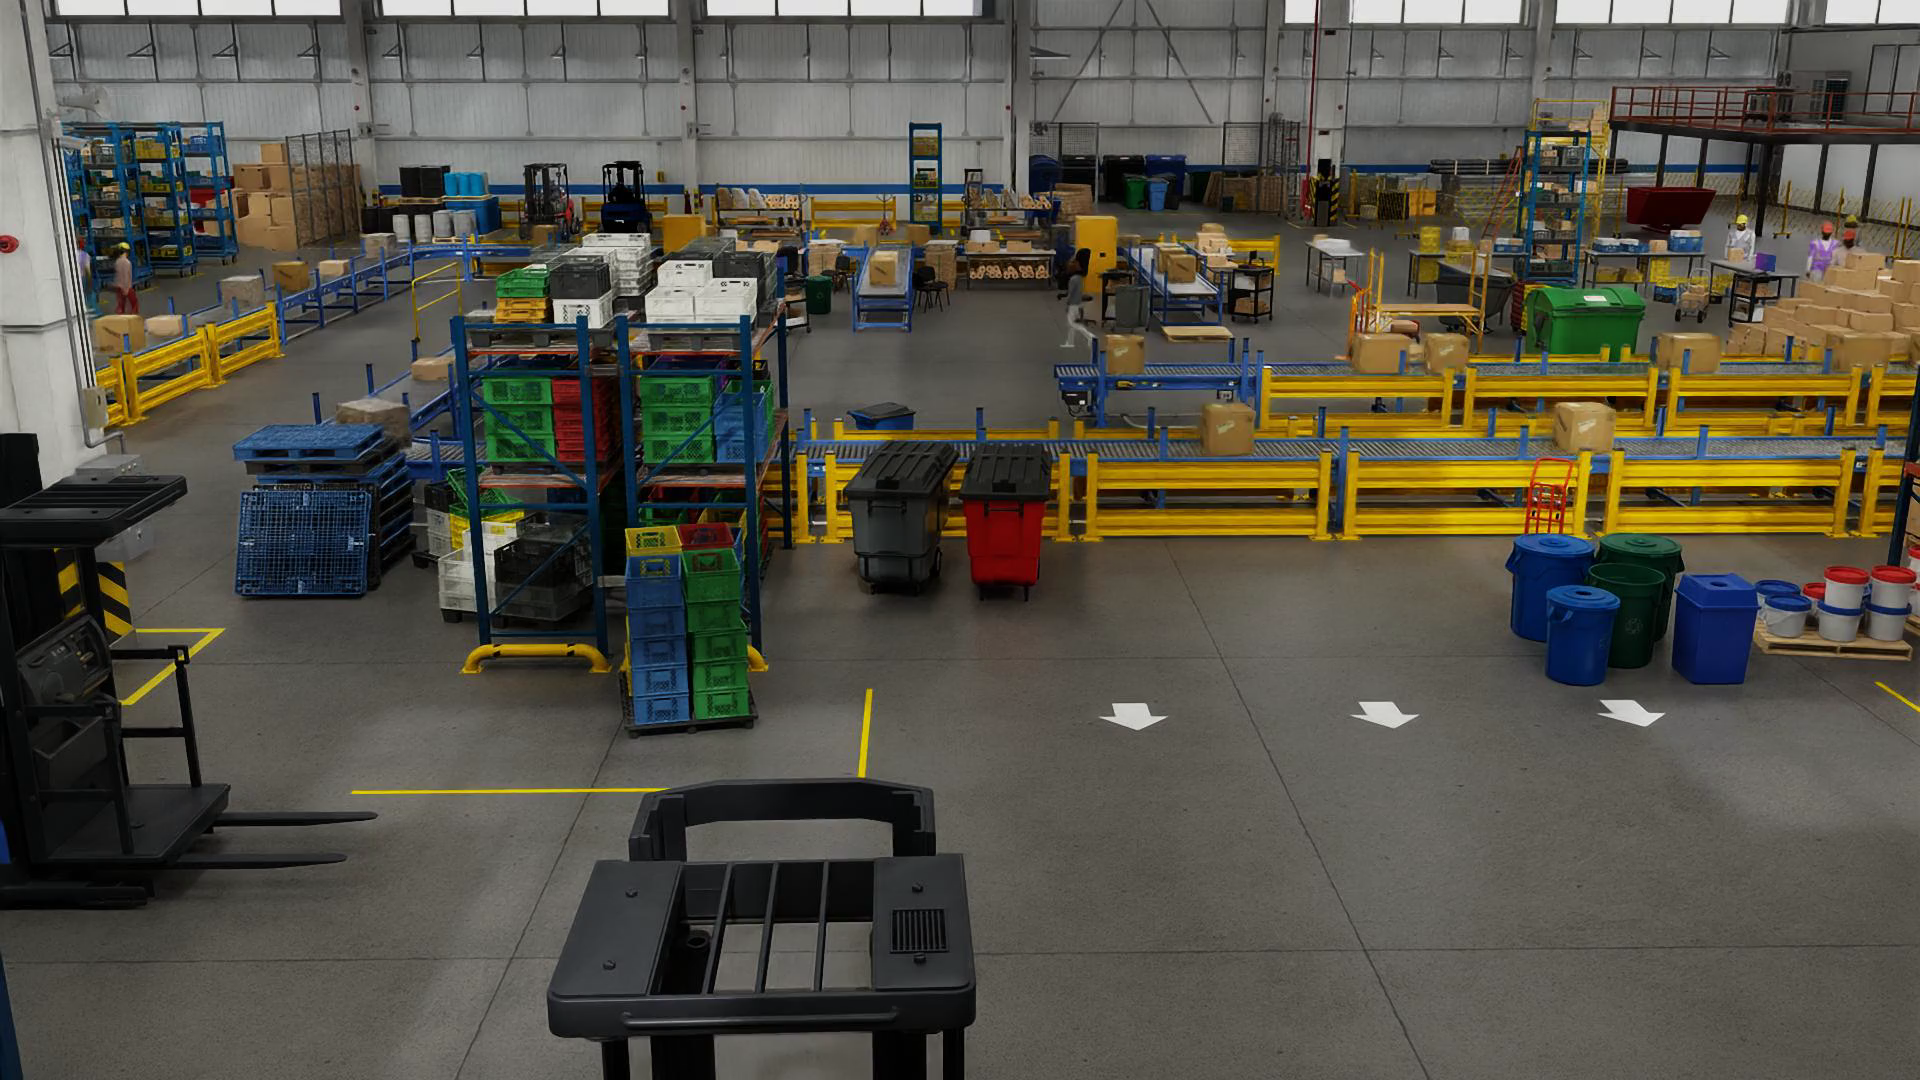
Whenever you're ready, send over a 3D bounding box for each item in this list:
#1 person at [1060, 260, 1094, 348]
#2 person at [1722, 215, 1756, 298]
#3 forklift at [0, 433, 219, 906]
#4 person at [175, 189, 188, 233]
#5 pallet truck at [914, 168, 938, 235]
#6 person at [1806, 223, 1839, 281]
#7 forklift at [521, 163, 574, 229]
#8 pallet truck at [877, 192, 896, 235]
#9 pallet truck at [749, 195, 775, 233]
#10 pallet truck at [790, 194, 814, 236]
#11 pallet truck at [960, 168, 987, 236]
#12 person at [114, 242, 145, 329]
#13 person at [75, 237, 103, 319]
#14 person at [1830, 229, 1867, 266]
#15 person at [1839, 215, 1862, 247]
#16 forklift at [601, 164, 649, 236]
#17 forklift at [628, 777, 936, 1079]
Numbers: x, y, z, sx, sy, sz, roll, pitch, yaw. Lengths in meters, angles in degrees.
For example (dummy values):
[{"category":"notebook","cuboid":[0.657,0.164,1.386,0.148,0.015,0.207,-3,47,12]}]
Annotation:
[{"category":"person","cuboid":[2.129,-4.262,30.144,0.608,1.613,0.510,6,17,19]},{"category":"person","cuboid":[17.116,-6.227,36.588,0.600,1.829,0.404,14,21,40]},{"category":"forklift","cuboid":[-5.952,0.780,10.366,1.873,2.768,1.129,0,16,-1]},{"category":"person","cuboid":[-21.807,-9.147,46.578,0.999,1.935,0.608,11,19,34]},{"category":"pallet truck","cuboid":[-0.989,-10.316,50.507,0.823,1.965,1.885,1,16,3]},{"category":"person","cuboid":[17.679,-5.521,34.031,0.568,1.891,0.957,2,16,7]},{"category":"forklift","cuboid":[-12.233,-10.122,49.298,1.157,1.987,2.680,0,16,-1]},{"category":"pallet truck","cuboid":[-2.277,-9.986,50.594,0.653,1.274,1.630,0,16,-1]},{"category":"pallet truck","cuboid":[-6.051,-9.967,50.660,0.680,1.201,1.601,0,16,-1]},{"category":"pallet truck","cuboid":[-4.814,-9.883,50.259,0.704,1.261,1.522,-1,16,-3]},{"category":"pallet truck","cuboid":[0.383,-10.230,50.206,0.823,1.965,1.885,-1,16,-3]},{"category":"person","cuboid":[-16.056,-4.838,31.948,0.544,1.709,0.643,10,19,32]},{"category":"person","cuboid":[-17.095,-5.007,32.422,0.568,1.792,0.954,2,16,6]},{"category":"person","cuboid":[17.158,-5.041,32.200,0.645,1.977,0.587,10,19,32]},{"category":"person","cuboid":[20.124,-6.497,37.707,0.513,1.728,0.391,0,16,-1]},{"category":"forklift","cuboid":[-9.948,-10.127,49.296,1.157,1.987,2.680,-1,16,-3]},{"category":"forklift","cuboid":[-0.542,2.165,5.552,1.129,2.768,1.873,-1,16,-2]}]
